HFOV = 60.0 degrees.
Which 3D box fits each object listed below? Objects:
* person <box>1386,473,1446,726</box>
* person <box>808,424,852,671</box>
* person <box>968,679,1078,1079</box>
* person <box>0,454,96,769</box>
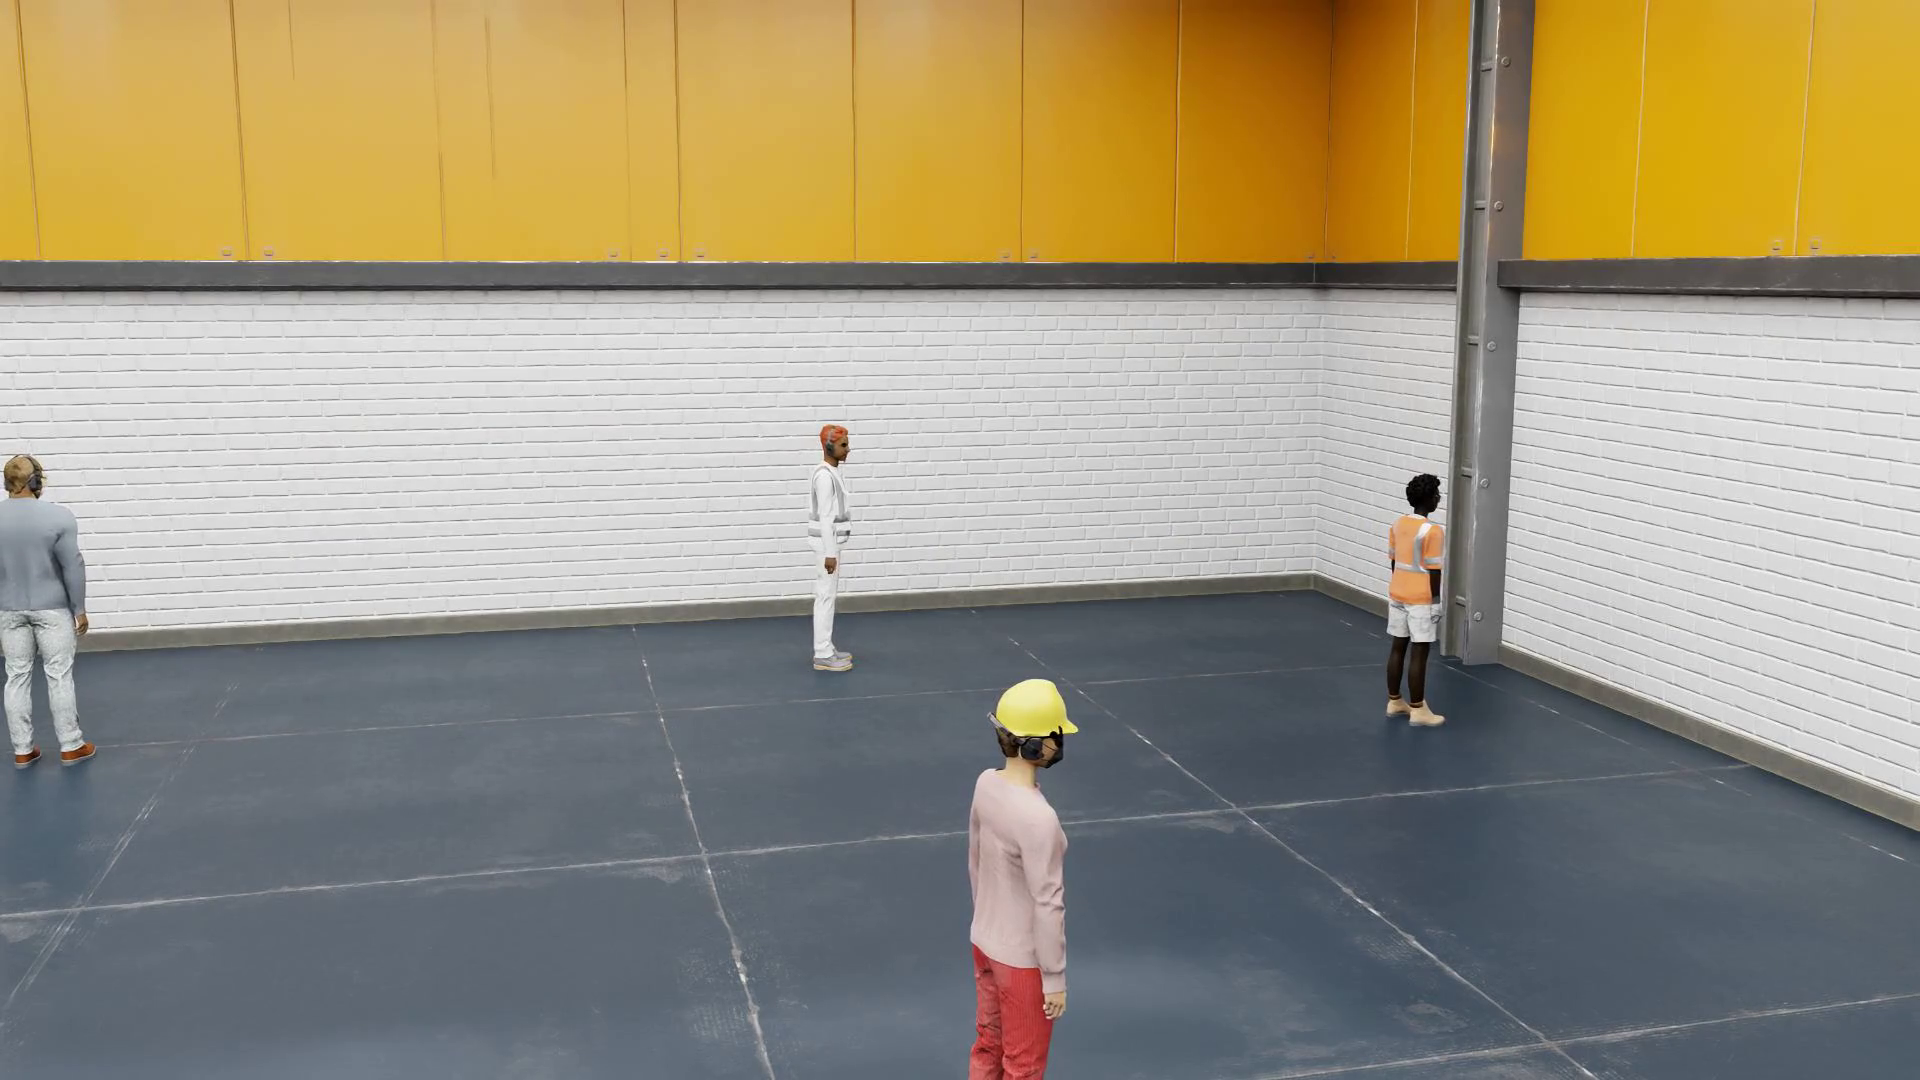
[{"bbox_3d":[3.075,0.396,11.214,0.322,1.696,0.536,-3,10,-18],"label":"person"},{"bbox_3d":[-0.996,0.053,12.777,0.337,1.882,0.583,0,9,-2],"label":"person"},{"bbox_3d":[0.208,1.308,5.312,0.328,1.767,0.532,-4,10,-23],"label":"person"},{"bbox_3d":[-5.676,0.443,10.197,0.627,1.933,0.370,-1,9,-8],"label":"person"}]
